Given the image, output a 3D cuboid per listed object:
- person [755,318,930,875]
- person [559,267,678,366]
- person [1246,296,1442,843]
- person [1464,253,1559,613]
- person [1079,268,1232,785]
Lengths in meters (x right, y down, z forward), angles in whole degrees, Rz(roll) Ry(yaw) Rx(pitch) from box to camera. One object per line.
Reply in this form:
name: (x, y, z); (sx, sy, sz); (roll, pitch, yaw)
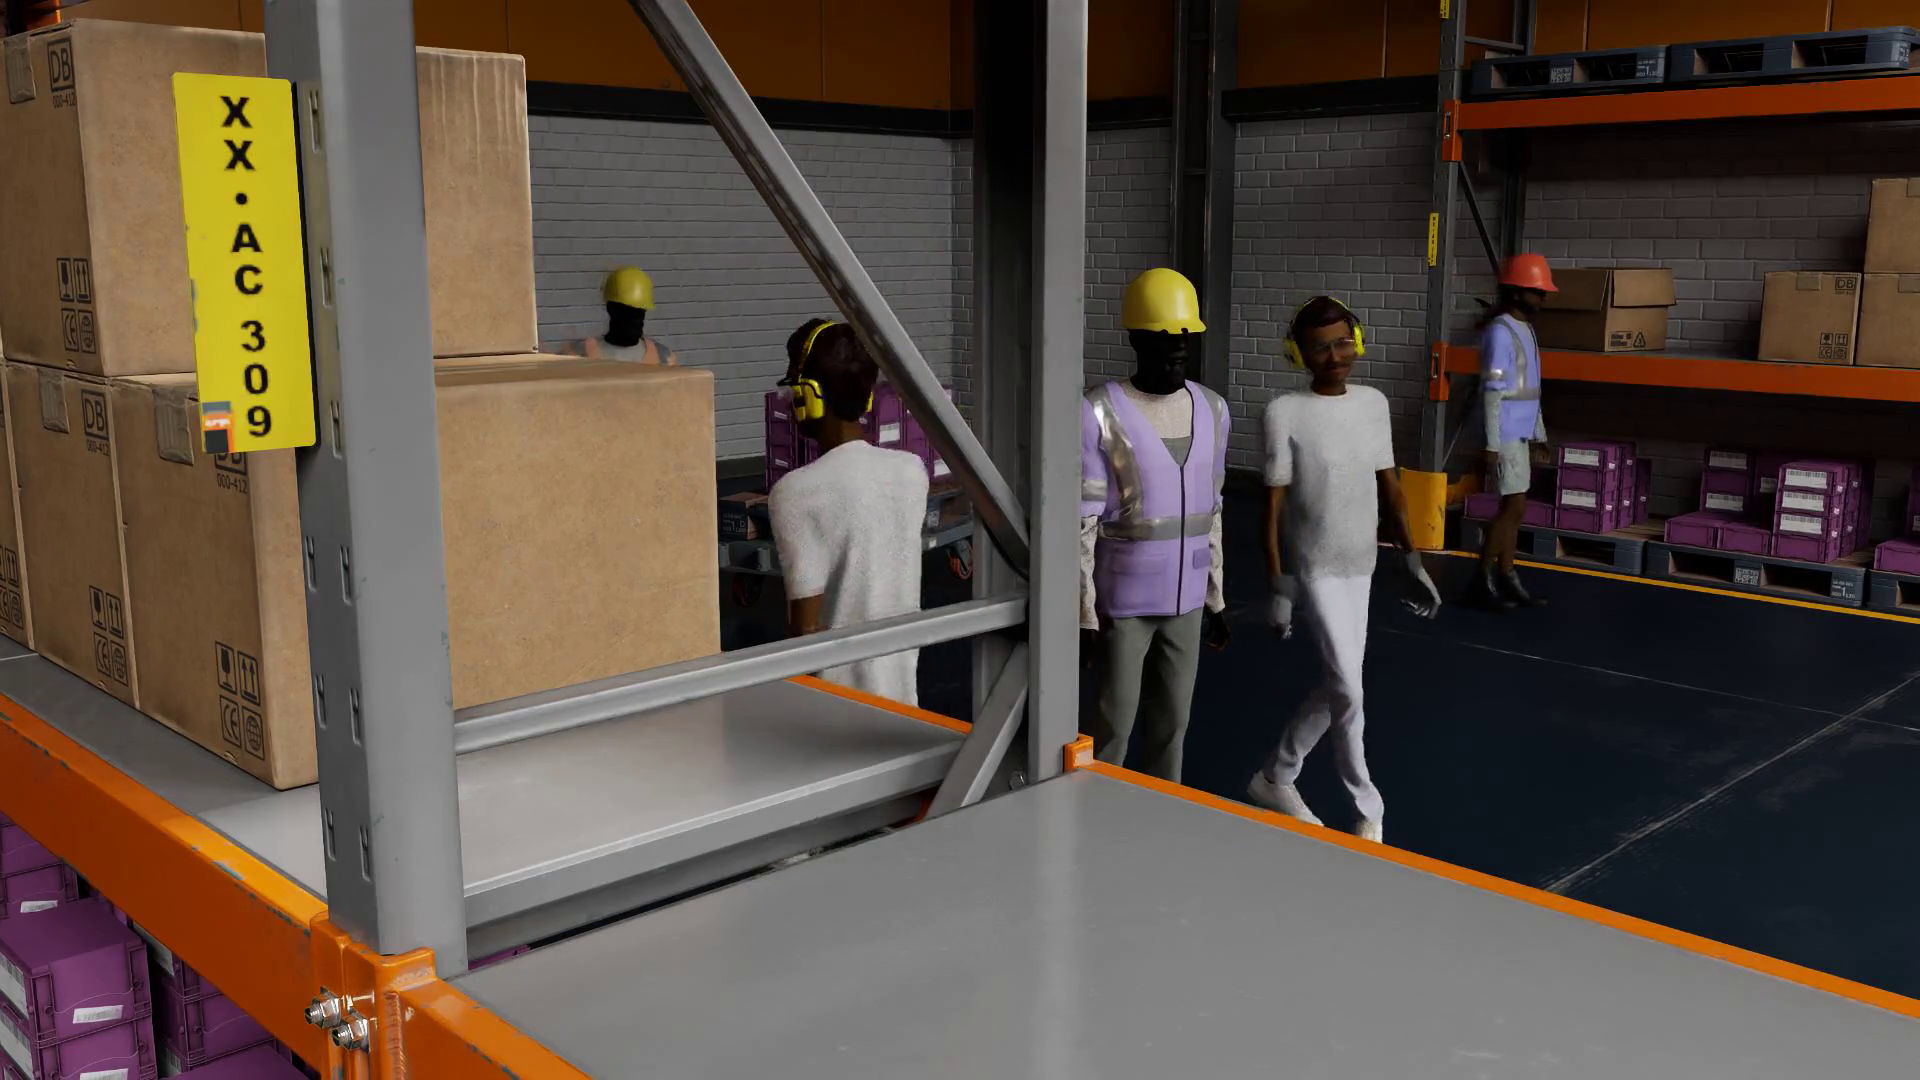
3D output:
person: (-0.321, 0.393, 3.995); (0.518, 1.826, 0.957); (-10, 14, -43)
person: (-1.615, -0.341, 7.831); (0.600, 1.886, 0.957); (-5, 12, -25)
person: (1.245, 0.116, 5.517); (0.597, 1.834, 0.649); (-7, 12, -32)
person: (2.997, -0.568, 8.955); (0.409, 1.932, 0.552); (6, 12, 31)
person: (0.573, 0.164, 4.960); (0.592, 1.926, 0.366); (-7, 12, -32)
